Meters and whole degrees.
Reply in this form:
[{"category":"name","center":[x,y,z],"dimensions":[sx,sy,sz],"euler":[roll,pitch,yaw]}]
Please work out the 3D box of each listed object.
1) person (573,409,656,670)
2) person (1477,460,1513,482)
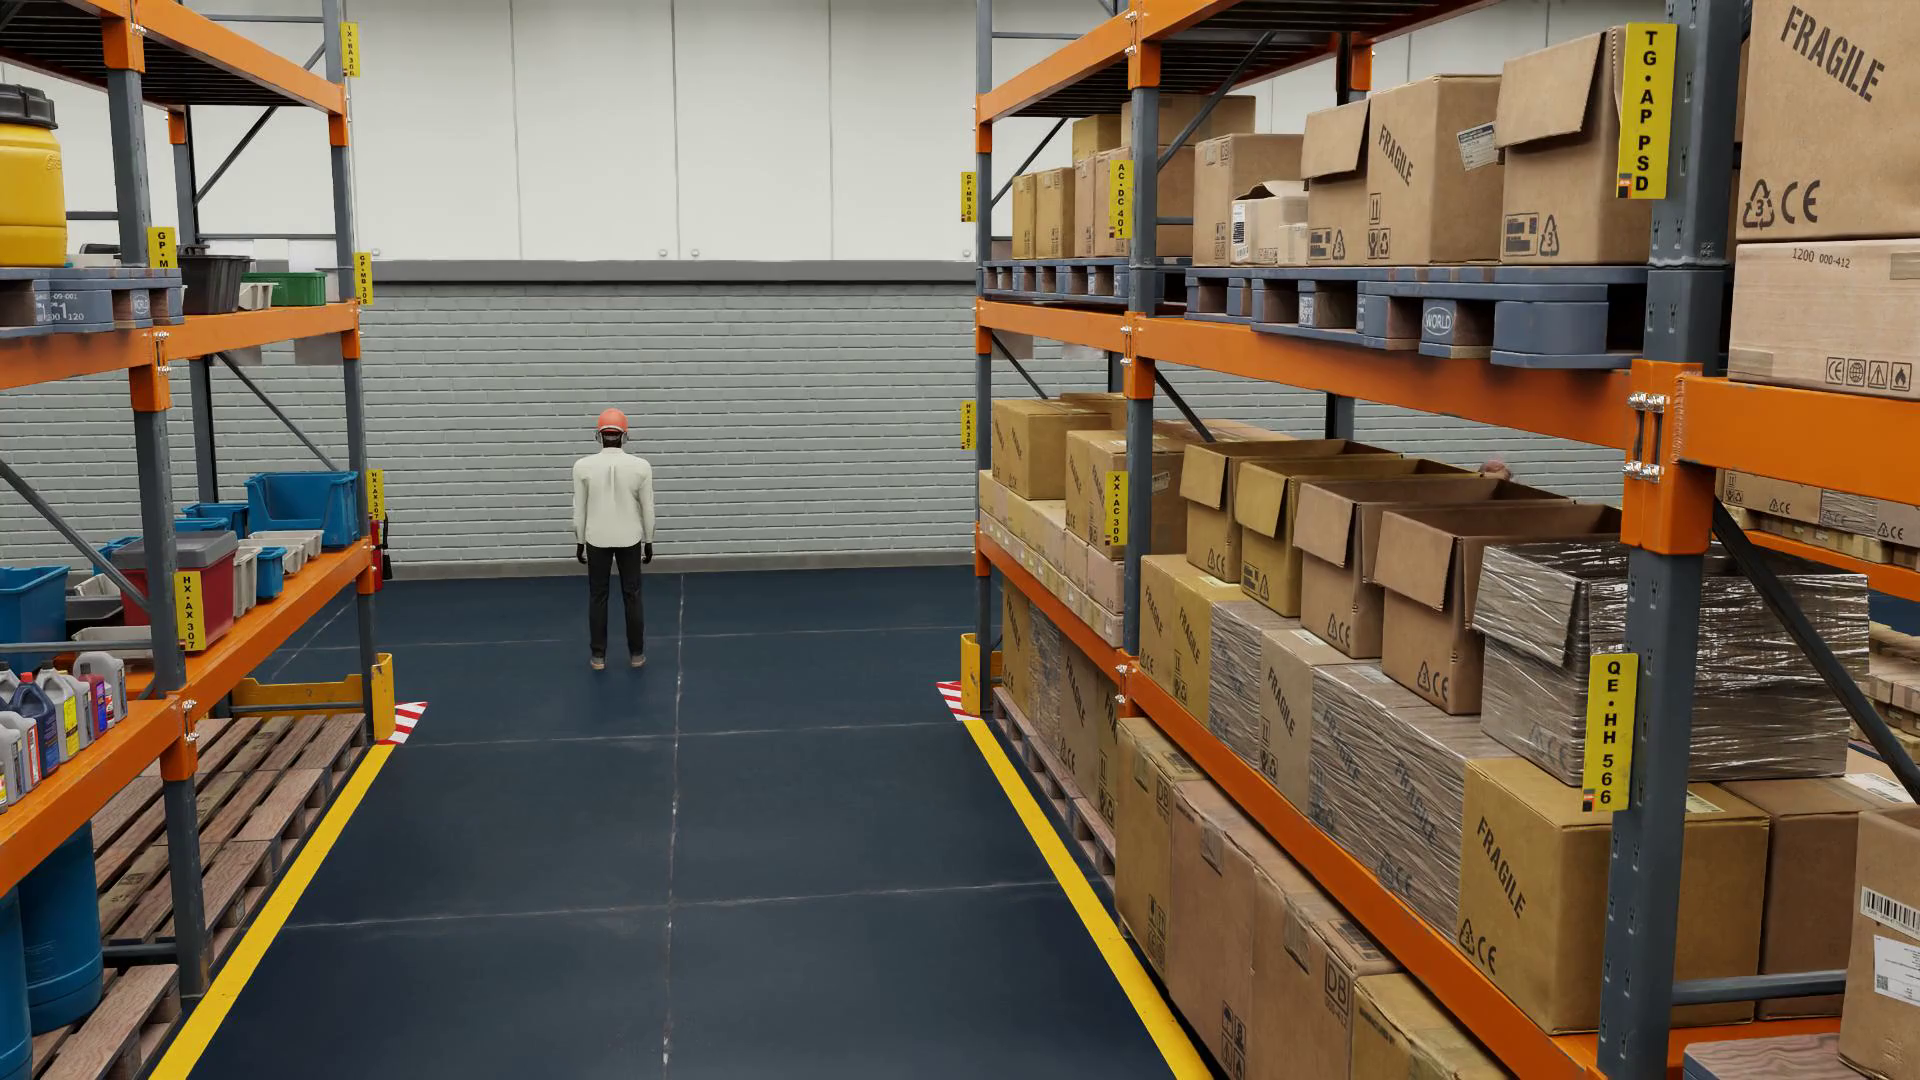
[{"category":"person","center":[-2.634,-0.005,12.699],"dimensions":[0.610,1.987,0.402],"euler":[-2,9,-14]},{"category":"person","center":[3.352,0.424,10.456],"dimensions":[0.651,1.858,0.987],"euler":[3,10,18]}]
